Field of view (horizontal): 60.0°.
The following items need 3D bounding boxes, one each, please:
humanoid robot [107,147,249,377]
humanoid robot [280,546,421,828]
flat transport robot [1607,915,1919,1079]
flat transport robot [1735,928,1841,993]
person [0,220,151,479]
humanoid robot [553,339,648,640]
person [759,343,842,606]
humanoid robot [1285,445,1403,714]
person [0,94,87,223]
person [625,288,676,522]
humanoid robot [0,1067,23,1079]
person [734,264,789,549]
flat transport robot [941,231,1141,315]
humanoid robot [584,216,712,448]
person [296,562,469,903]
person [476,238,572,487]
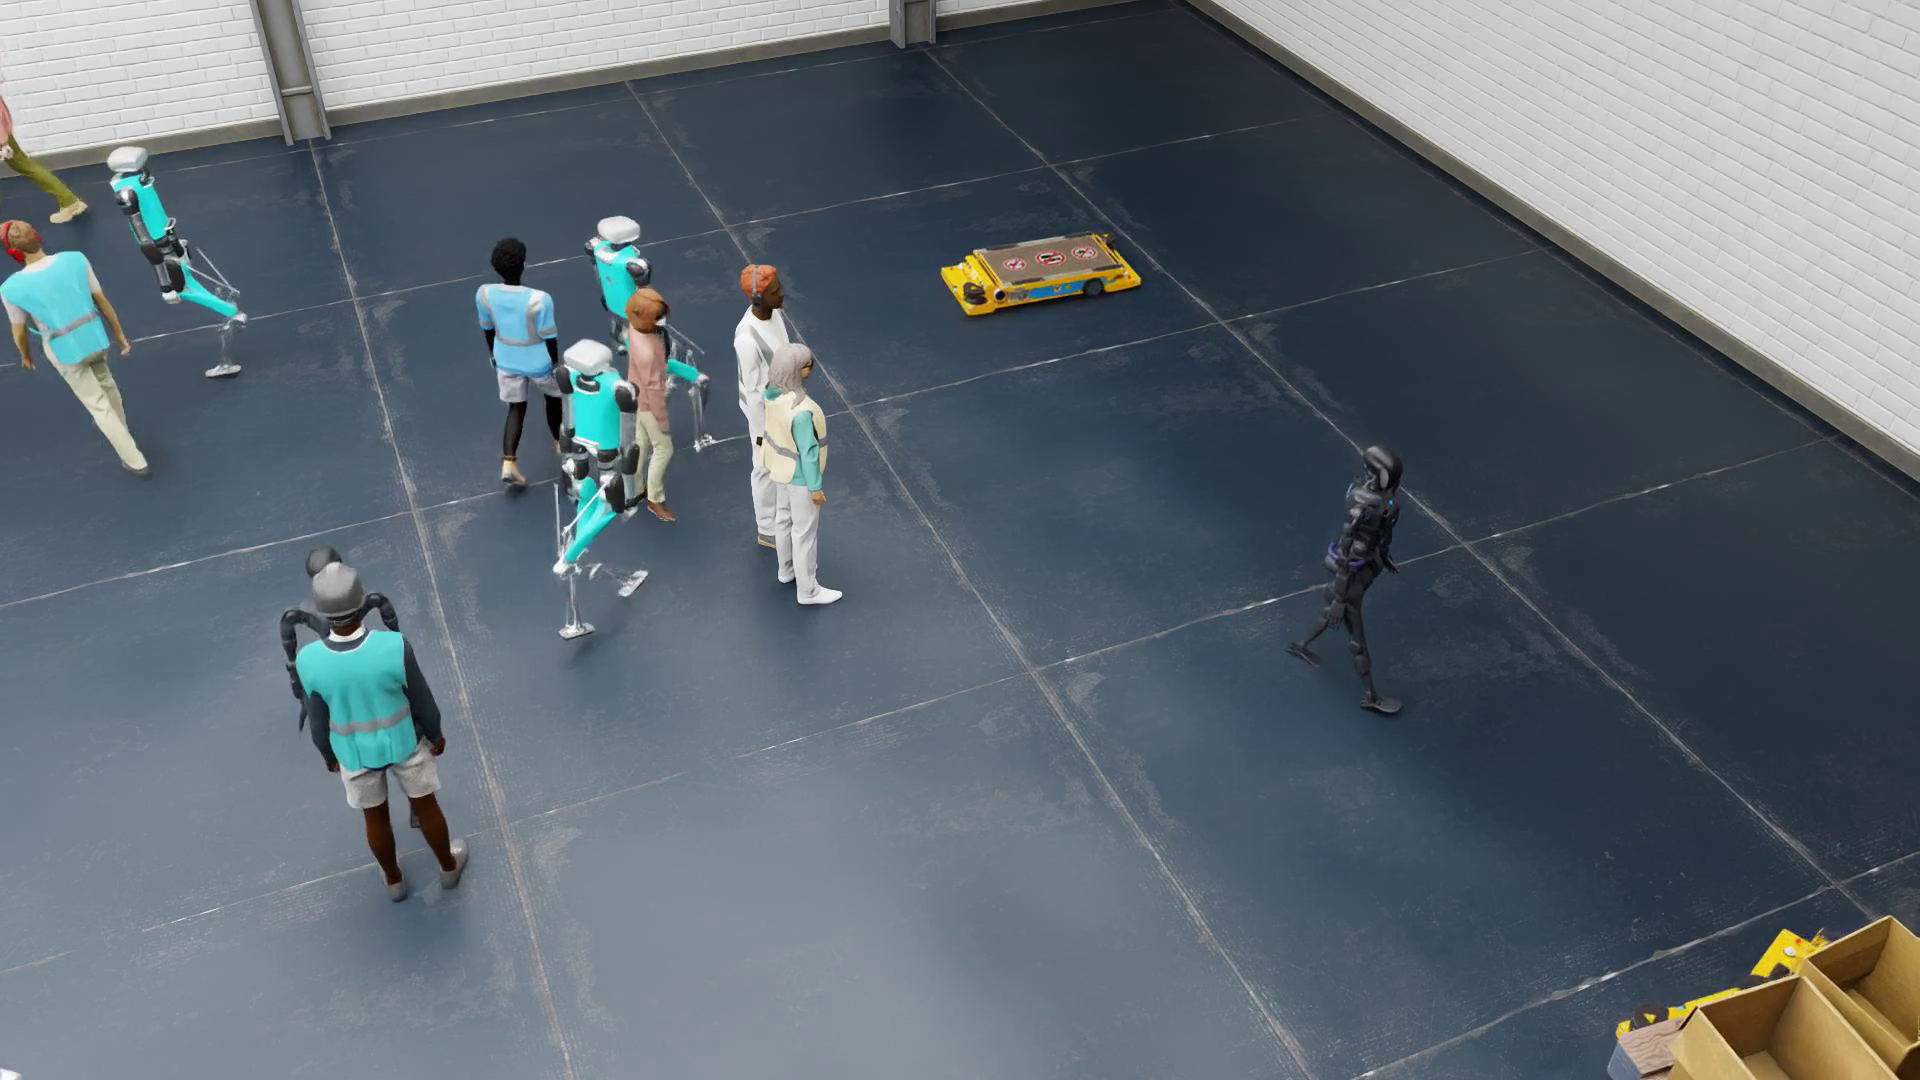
[{"bbox_3d":[-5.276,-1.848,11.534,0.744,1.849,0.532,-8,38,-10],"label":"humanoid robot"},{"bbox_3d":[-2.960,0.754,8.136,0.599,1.636,0.386,-13,39,-16],"label":"humanoid robot"},{"bbox_3d":[3.478,2.519,6.995,0.659,0.231,1.431,-11,39,-14],"label":"flat transport robot"},{"bbox_3d":[4.199,2.275,7.312,1.431,0.231,0.659,31,47,34],"label":"flat transport robot"},{"bbox_3d":[-5.709,-1.233,10.621,0.858,1.803,0.580,21,42,25],"label":"person"},{"bbox_3d":[-2.178,-0.168,9.338,0.533,1.770,1.006,19,41,23],"label":"humanoid robot"},{"bbox_3d":[-0.950,-0.376,9.579,0.363,1.708,0.477,-19,41,-23],"label":"person"},{"bbox_3d":[2.179,0.161,8.951,0.788,1.622,0.612,25,44,29],"label":"humanoid robot"},{"bbox_3d":[-7.738,-3.287,13.307,0.963,1.793,0.521,-14,40,-17],"label":"person"},{"bbox_3d":[-1.950,-0.861,10.306,0.431,1.604,0.535,-10,39,-12],"label":"person"},{"bbox_3d":[-3.302,2.552,5.731,0.546,1.767,0.767,9,39,12],"label":"humanoid robot"},{"bbox_3d":[-1.133,-0.797,9.987,0.356,1.884,0.573,5,38,6],"label":"person"},{"bbox_3d":[0.632,-2.091,12.996,1.431,0.231,0.659,-12,39,-15],"label":"flat transport robot"},{"bbox_3d":[-1.948,-1.357,10.850,0.531,1.797,0.793,27,45,31],"label":"humanoid robot"},{"bbox_3d":[-2.682,0.926,7.699,0.564,1.937,0.434,-10,39,-13],"label":"person"},{"bbox_3d":[-2.787,-1.121,10.586,0.537,1.677,0.752,7,38,9],"label":"person"}]
